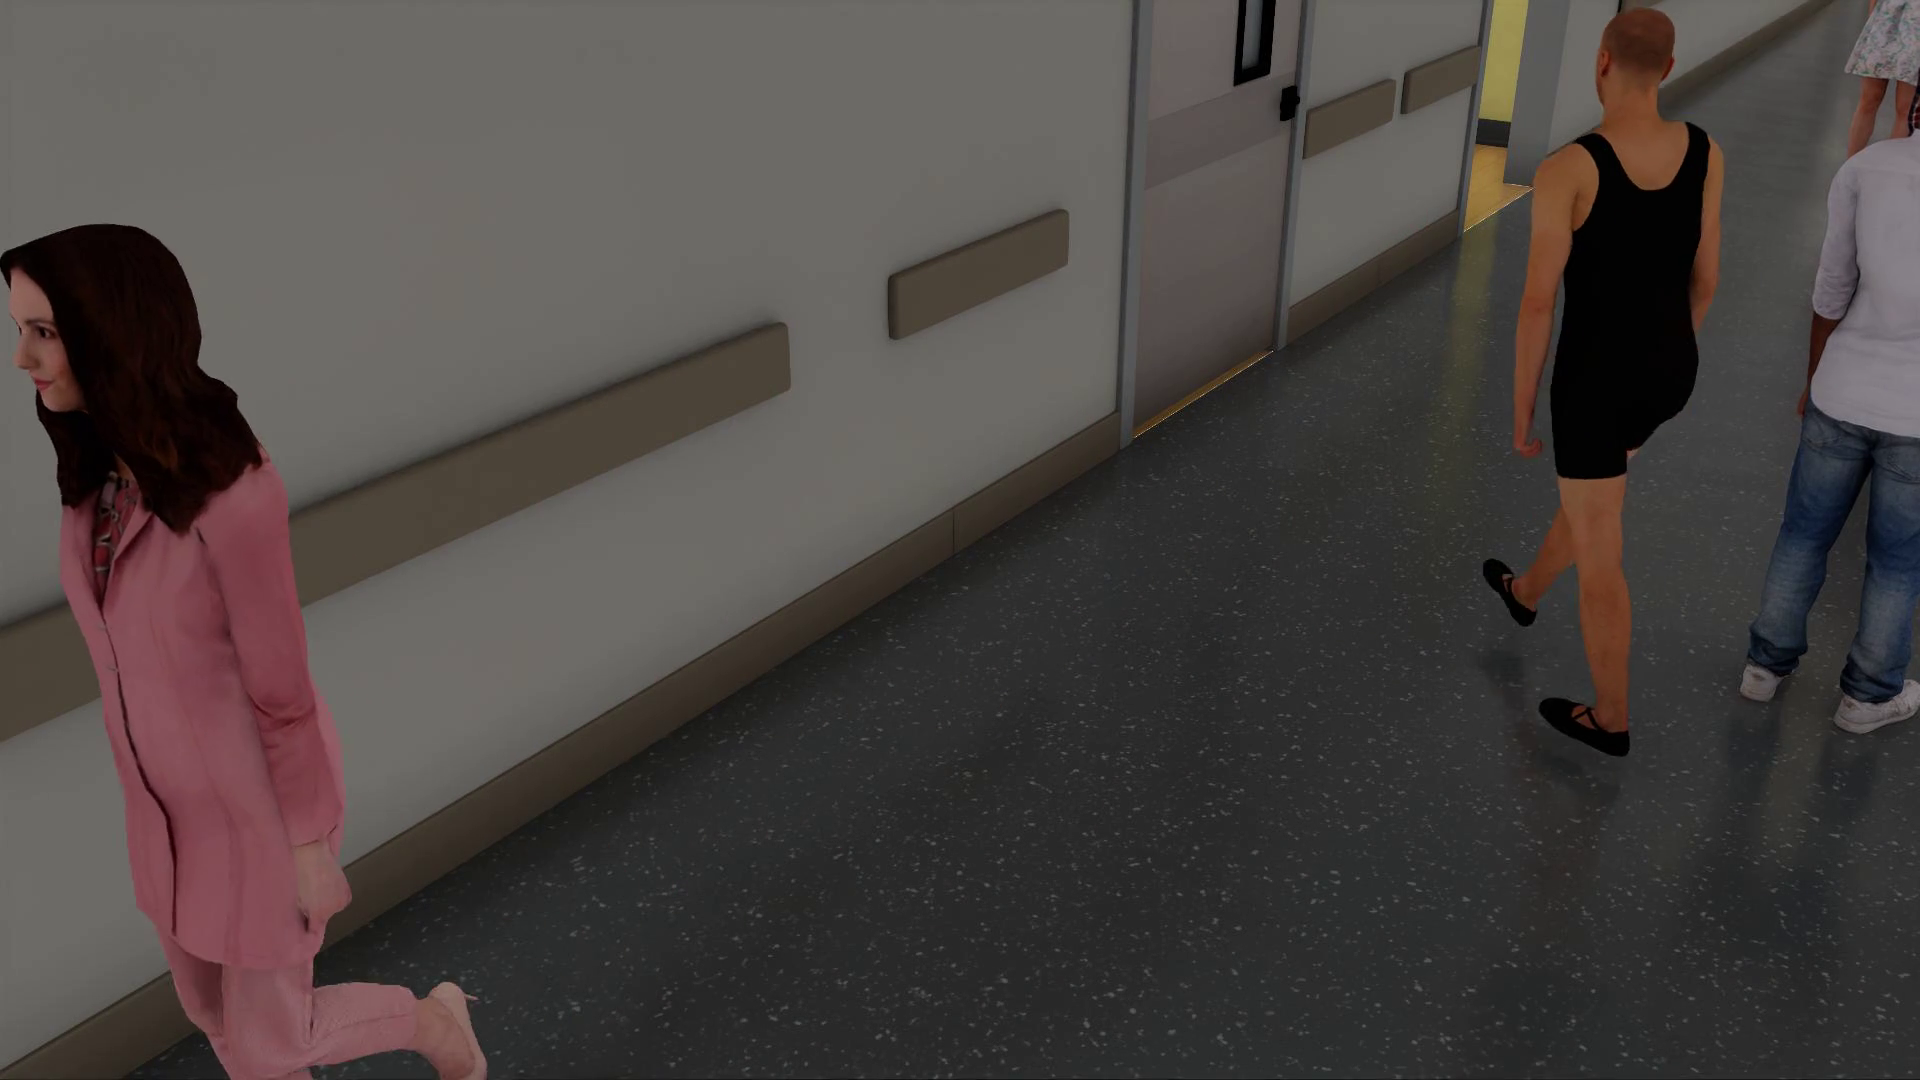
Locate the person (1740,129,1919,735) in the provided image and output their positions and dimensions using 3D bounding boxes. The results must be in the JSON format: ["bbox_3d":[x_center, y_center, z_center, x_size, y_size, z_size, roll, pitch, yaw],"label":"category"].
[{"bbox_3d":[2.322,-0.385,4.141,0.746,1.816,0.585,-22,33,-38],"label":"person"}]

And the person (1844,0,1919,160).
[{"bbox_3d":[5.122,-2.712,9.016,0.764,1.774,0.645,-22,33,-38],"label":"person"}]

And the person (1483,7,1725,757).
[{"bbox_3d":[1.672,-0.326,4.107,1.111,1.739,1.213,-8,27,-16],"label":"person"}]

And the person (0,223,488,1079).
[{"bbox_3d":[-1.047,0.384,2.582,0.713,1.785,0.697,16,30,29],"label":"person"}]
